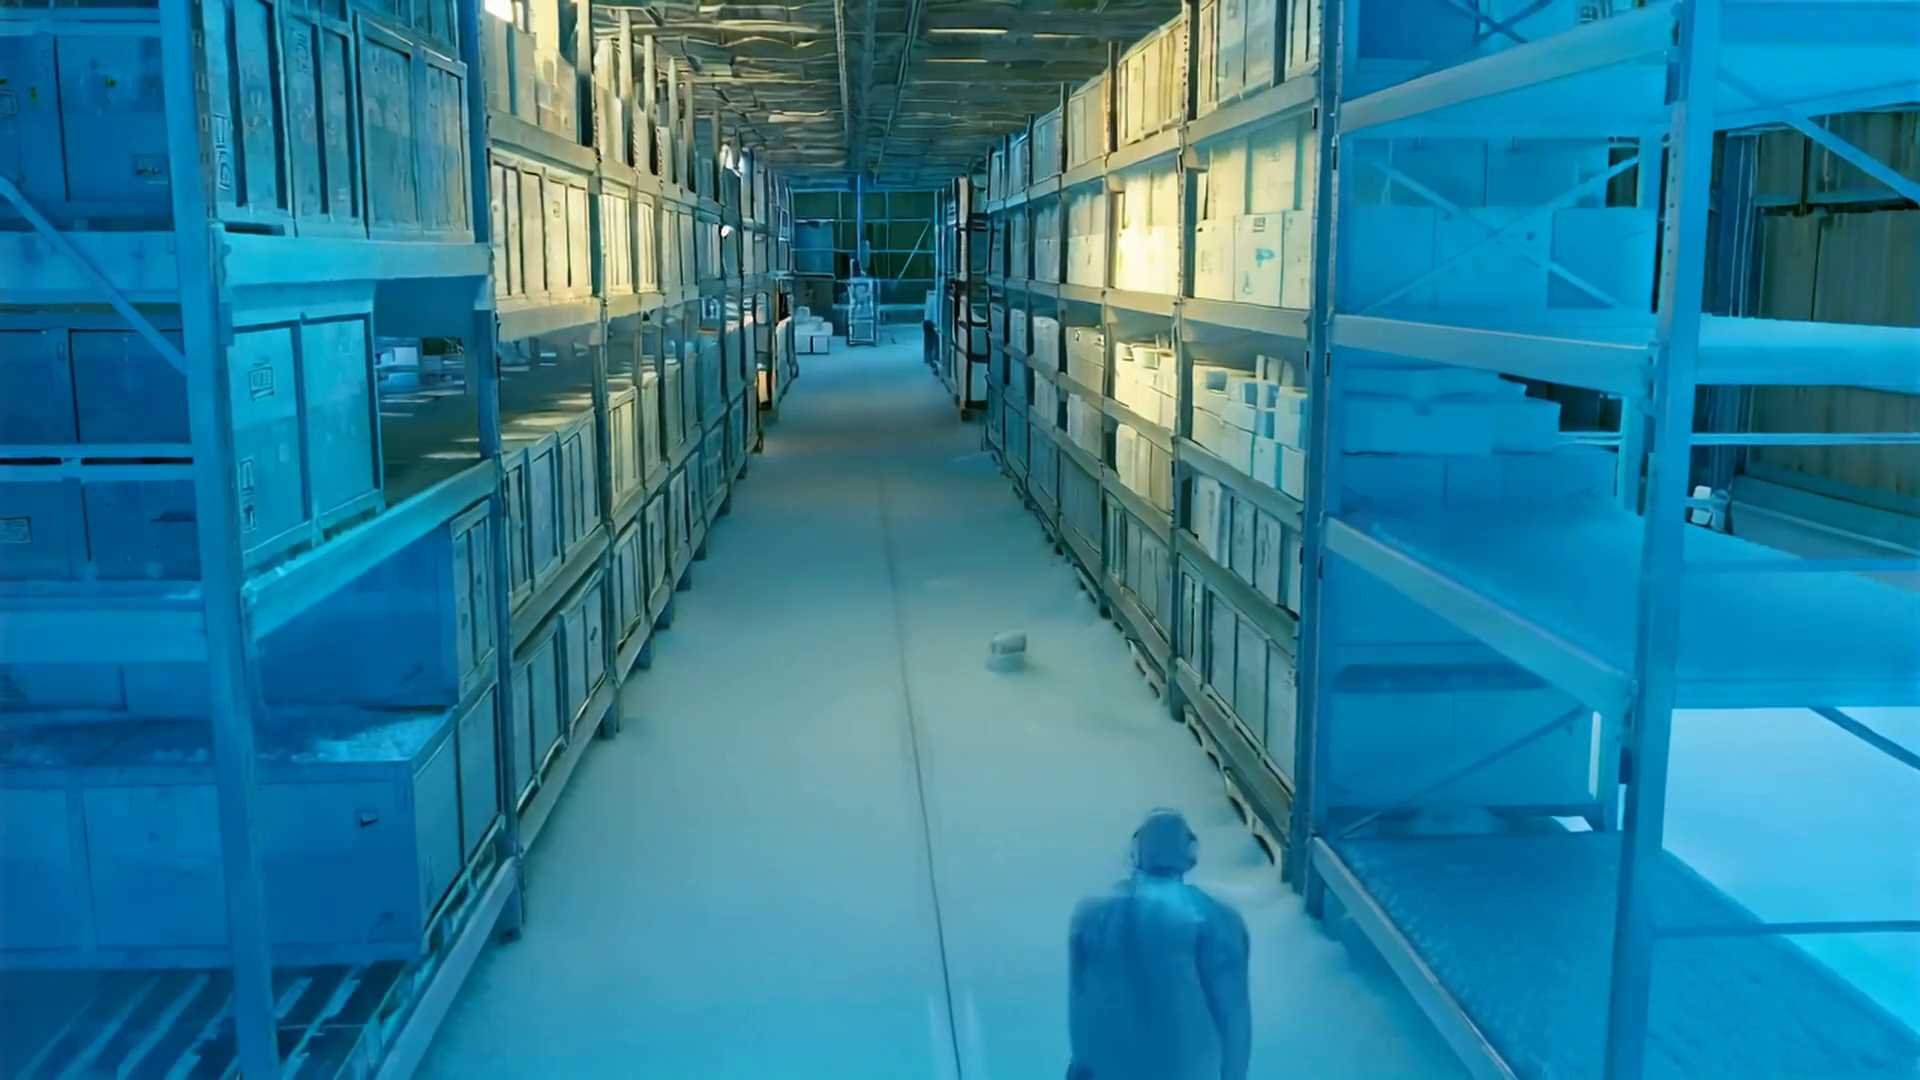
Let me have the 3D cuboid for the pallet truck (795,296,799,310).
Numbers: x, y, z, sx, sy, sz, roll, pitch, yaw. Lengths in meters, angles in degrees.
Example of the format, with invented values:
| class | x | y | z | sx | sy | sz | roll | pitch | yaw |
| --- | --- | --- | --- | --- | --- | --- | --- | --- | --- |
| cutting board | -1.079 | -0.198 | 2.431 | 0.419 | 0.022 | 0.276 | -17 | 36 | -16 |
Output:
| class | x | y | z | sx | sy | sz | roll | pitch | yaw |
| --- | --- | --- | --- | --- | --- | --- | --- | --- | --- |
| pallet truck | -8.622 | -12.439 | 91.403 | 1.885 | 1.965 | 0.823 | 2 | 10 | 13 |

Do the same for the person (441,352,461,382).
| class | x | y | z | sx | sy | sz | roll | pitch | yaw |
| --- | --- | --- | --- | --- | --- | --- | --- | --- | --- |
| person | -11.753 | -3.429 | 38.228 | 0.988 | 1.775 | 0.626 | 1 | 10 | 5 |

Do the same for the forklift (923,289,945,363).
| class | x | y | z | sx | sy | sz | roll | pitch | yaw |
| --- | --- | --- | --- | --- | --- | --- | --- | --- | --- |
| forklift | -0.834 | -8.187 | 63.371 | 1.129 | 2.768 | 1.873 | -1 | 10 | -3 |

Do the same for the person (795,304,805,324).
| class | x | y | z | sx | sy | sz | roll | pitch | yaw |
| --- | --- | --- | --- | --- | --- | --- | --- | --- | --- |
| person | -7.485 | -10.008 | 77.177 | 0.635 | 1.915 | 0.865 | -8 | 13 | -41 |

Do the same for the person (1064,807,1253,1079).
| class | x | y | z | sx | sy | sz | roll | pitch | yaw |
| --- | --- | --- | --- | --- | --- | --- | --- | --- | --- |
| person | 0.717 | 1.903 | 6.045 | 0.675 | 1.900 | 0.405 | 0 | 10 | 1 |
